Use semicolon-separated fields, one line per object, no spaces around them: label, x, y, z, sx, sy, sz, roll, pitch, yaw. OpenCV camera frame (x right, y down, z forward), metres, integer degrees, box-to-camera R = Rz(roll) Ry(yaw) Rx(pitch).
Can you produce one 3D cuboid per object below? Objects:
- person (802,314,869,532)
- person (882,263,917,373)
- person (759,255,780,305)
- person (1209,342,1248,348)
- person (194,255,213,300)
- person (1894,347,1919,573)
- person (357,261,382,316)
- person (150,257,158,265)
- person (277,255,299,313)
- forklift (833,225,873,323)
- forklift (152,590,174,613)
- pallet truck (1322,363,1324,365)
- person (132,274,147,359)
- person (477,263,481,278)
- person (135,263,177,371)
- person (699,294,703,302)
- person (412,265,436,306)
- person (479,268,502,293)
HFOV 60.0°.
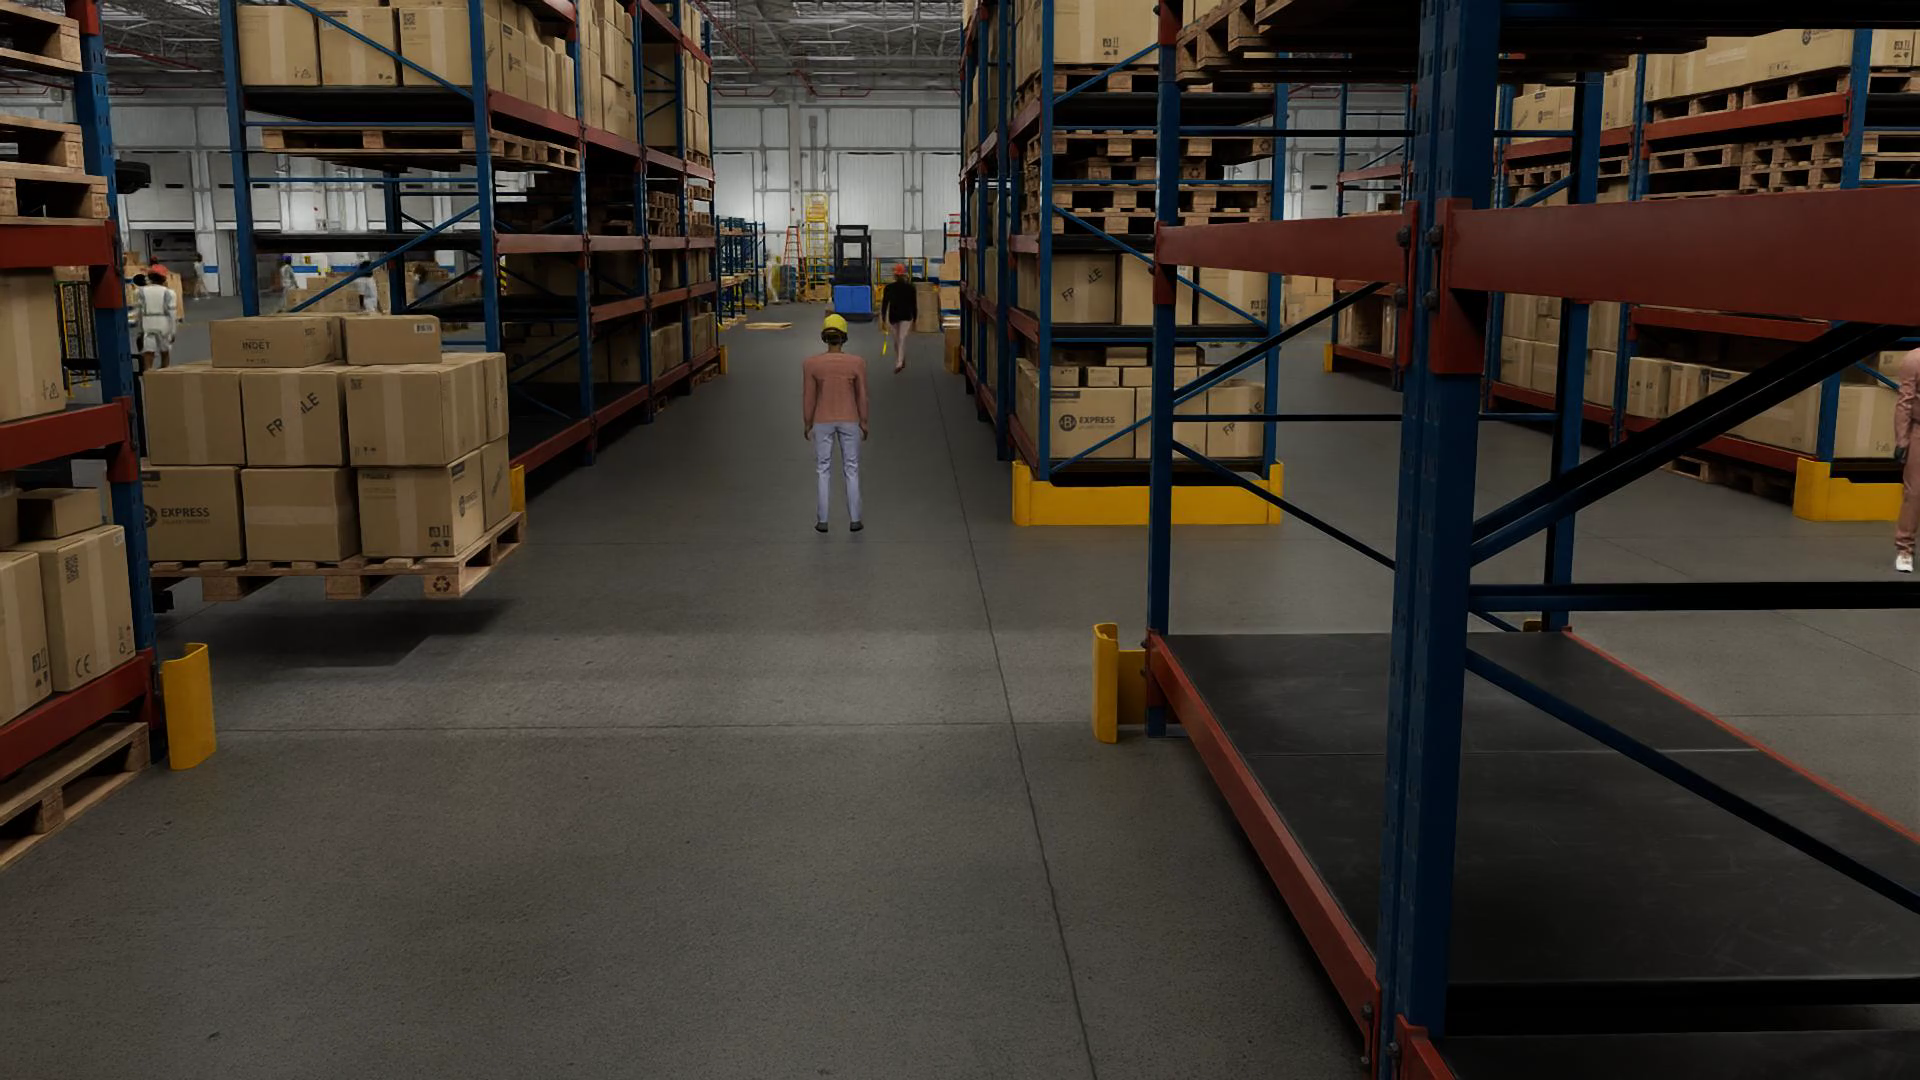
person;-1.005;-0.940;13.469;0.534;1.766;0.317;-1;10;-5
person;-1.075;-3.996;29.960;0.636;1.964;0.865;2;10;9
person;-7.137;-9.609;61.436;1.014;1.889;0.648;-1;10;-5
person;5.985;-5.195;36.777;0.858;1.912;0.634;-5;11;-25
person;-30.483;-10.533;66.753;1.006;1.817;0.540;5;11;24
person;6.953;-0.696;11.738;0.648;1.898;0.395;4;11;20
person;-13.165;-5.223;36.871;0.911;1.938;0.611;1;10;5
person;-24.540;-7.701;50.791;0.573;1.887;0.356;7;12;34
person;-21.557;-8.180;53.437;1.008;1.898;0.599;-9;13;-40
forklift;-3.104;-7.701;48.019;1.129;2.768;1.873;0;10;-2
forklift;-5.858;-0.811;9.639;1.873;2.768;1.129;-1;10;-3
pallet truck;7.712;-4.157;30.737;1.885;1.965;0.823;3;11;16
person;-16.414;-4.480;33.374;0.320;1.698;0.531;-3;11;-14
person;-16.714;-9.131;58.665;0.585;1.923;0.391;-7;12;-34
person;-12.466;-3.280;25.805;0.627;2.015;0.672;-3;10;-14
person;-5.810;-5.041;36.672;0.364;1.626;0.533;-6;12;-30
person;-9.455;-3.833;29.123;0.646;1.918;0.718;8;13;39
person;-13.835;-7.525;49.383;0.718;2.000;0.715;8;13;36
